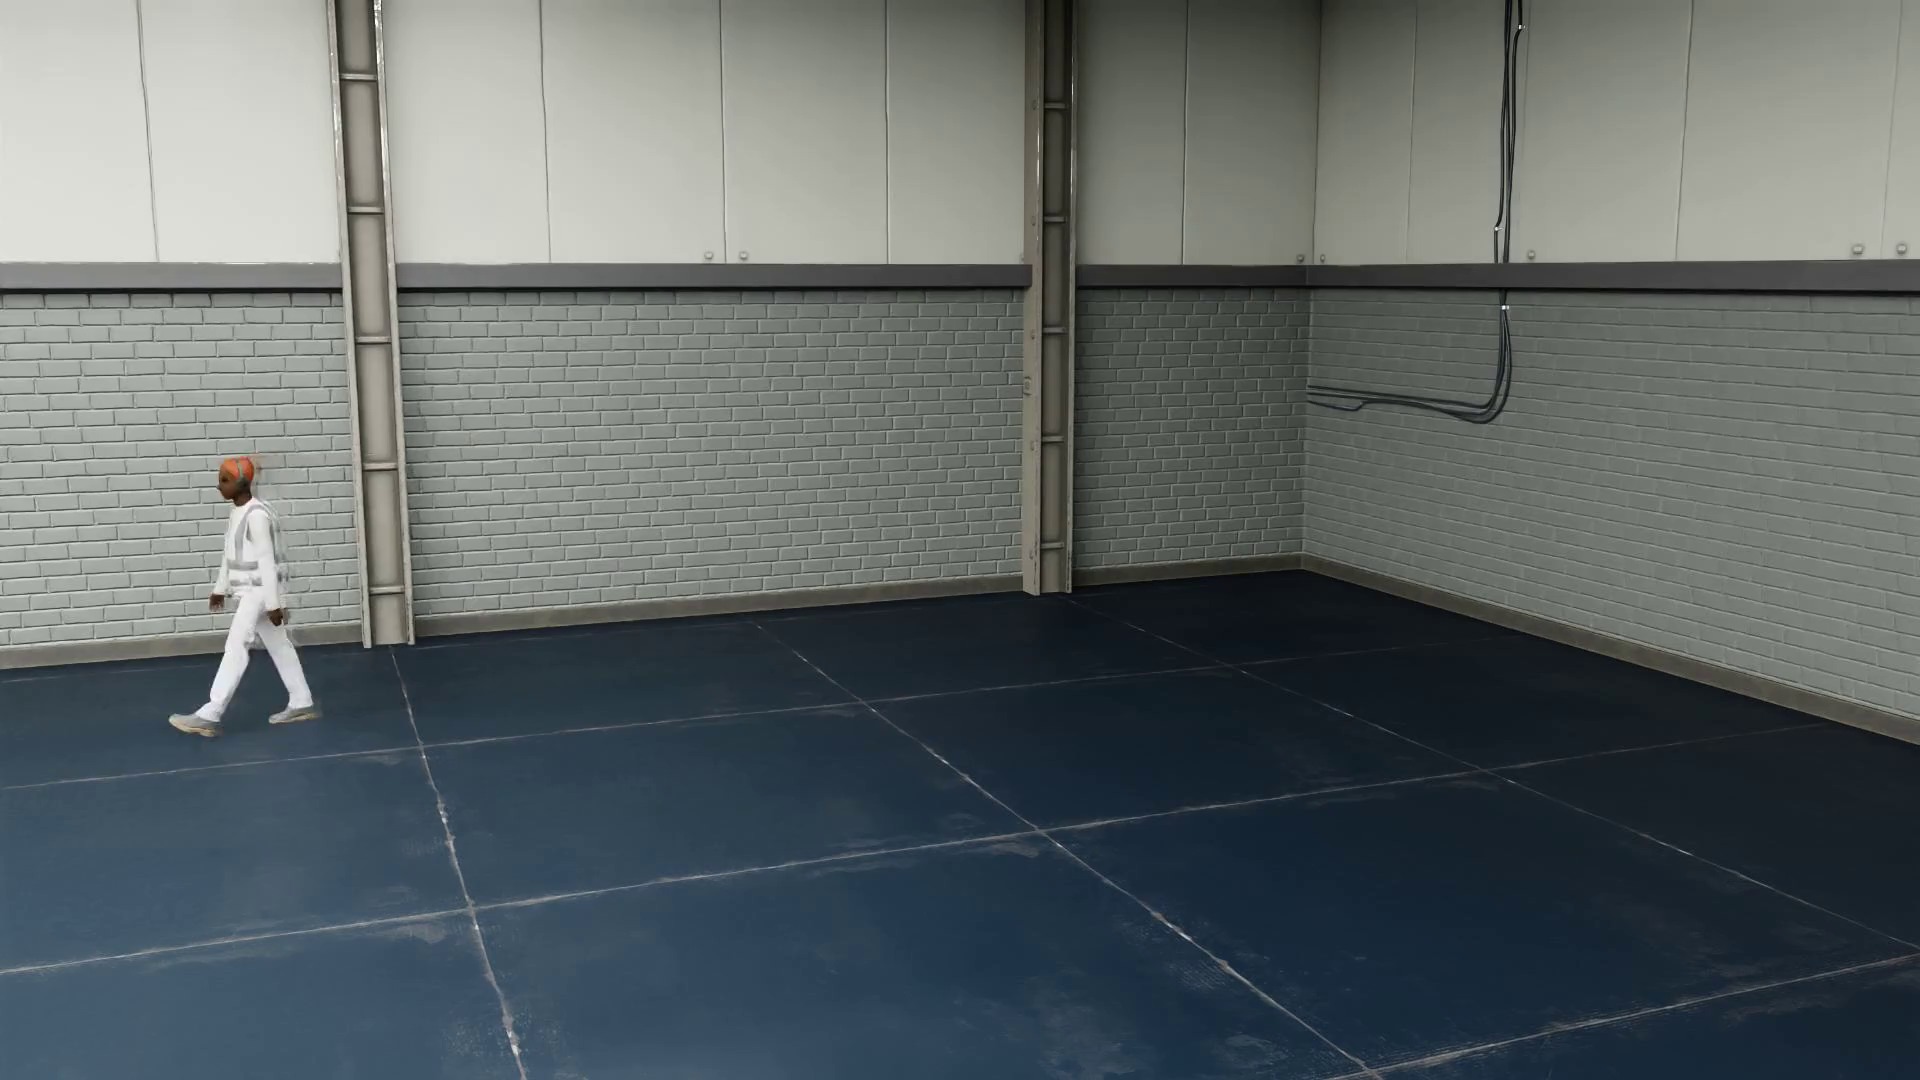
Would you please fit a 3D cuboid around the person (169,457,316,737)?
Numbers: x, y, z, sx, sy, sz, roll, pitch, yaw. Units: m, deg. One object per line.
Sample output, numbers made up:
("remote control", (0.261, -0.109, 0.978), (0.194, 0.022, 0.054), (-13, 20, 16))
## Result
("person", (-4.786, 0.371, 11.025), (0.972, 1.836, 0.599), (-5, 10, -30))
